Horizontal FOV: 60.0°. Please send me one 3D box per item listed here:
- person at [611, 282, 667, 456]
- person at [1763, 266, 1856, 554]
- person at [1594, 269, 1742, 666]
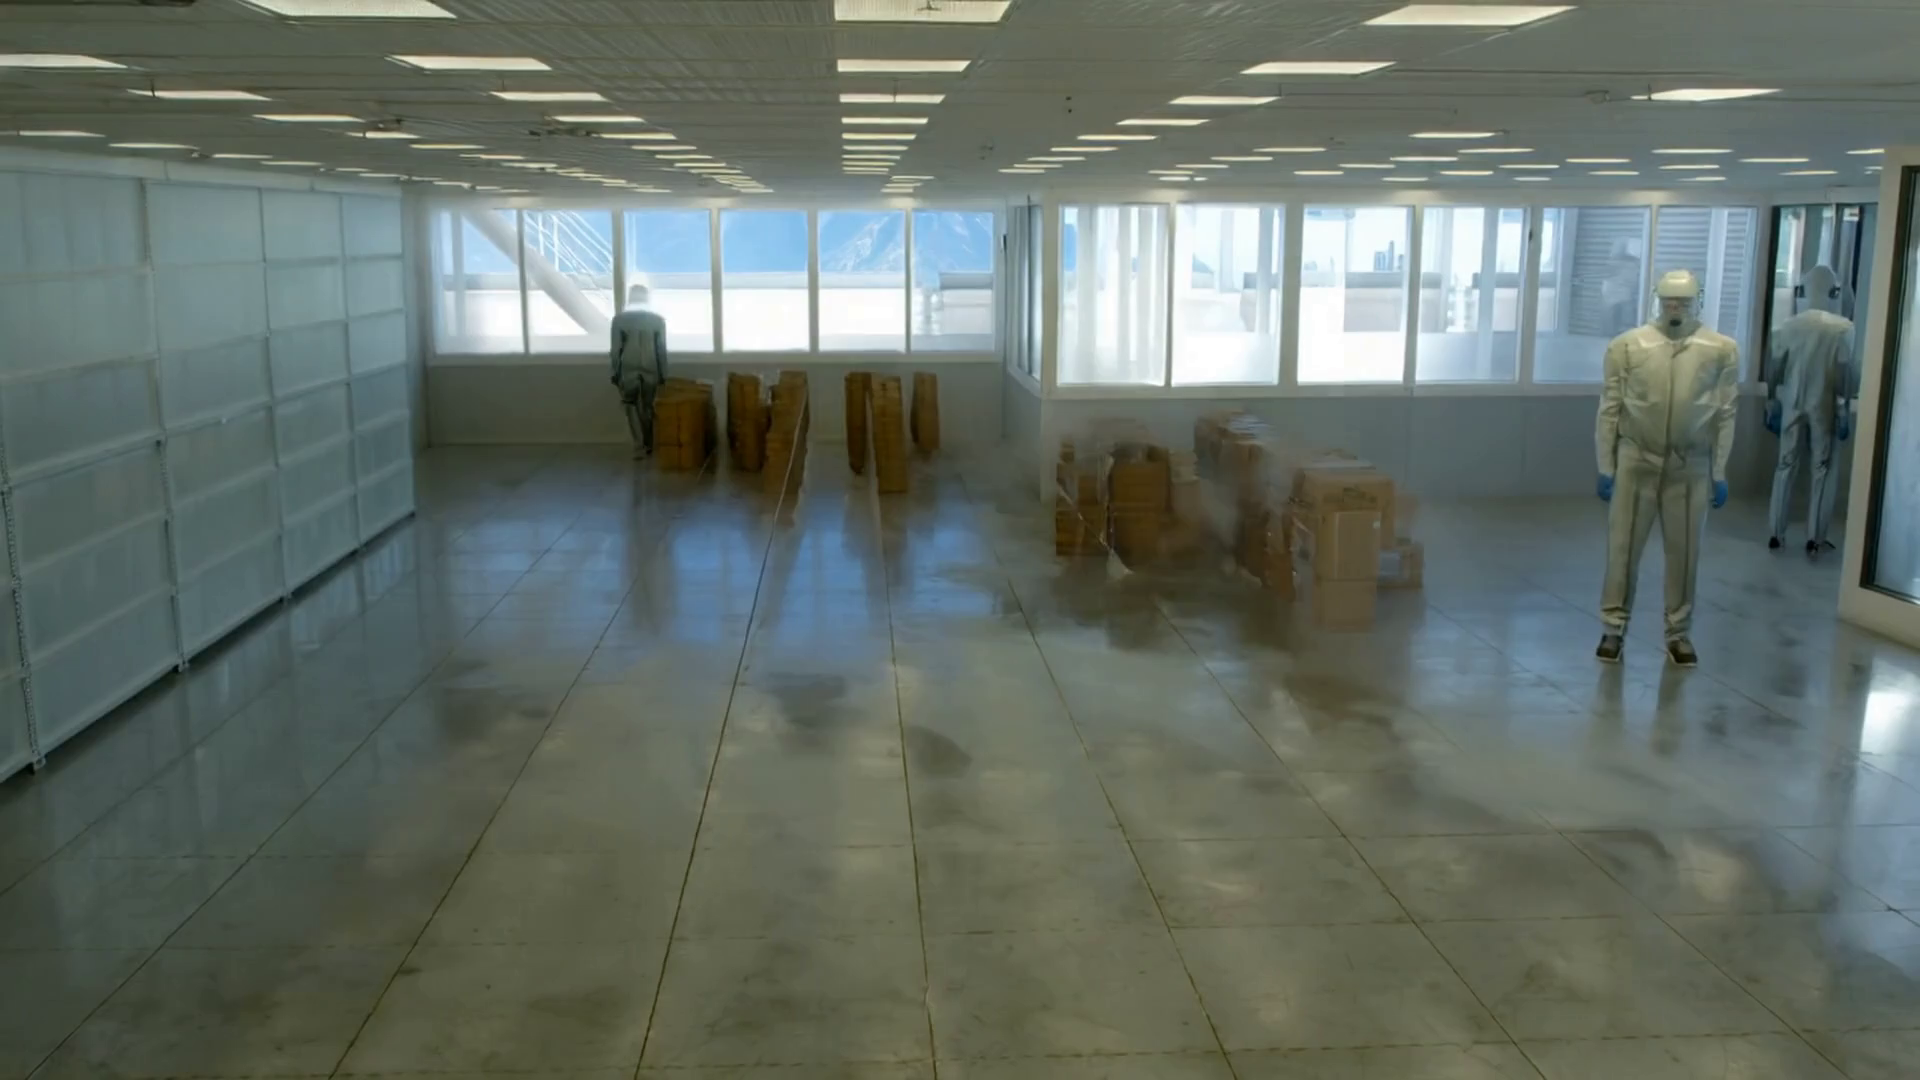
[{"bbox_3d":[-2.966,-1.572,15.440,0.520,1.618,0.429,-3,11,-16],"label":"person"},{"bbox_3d":[5.526,-0.839,10.828,0.538,1.866,0.313,9,14,39],"label":"person"},{"bbox_3d":[3.402,-0.344,8.043,0.642,1.909,0.410,3,11,15],"label":"person"}]
